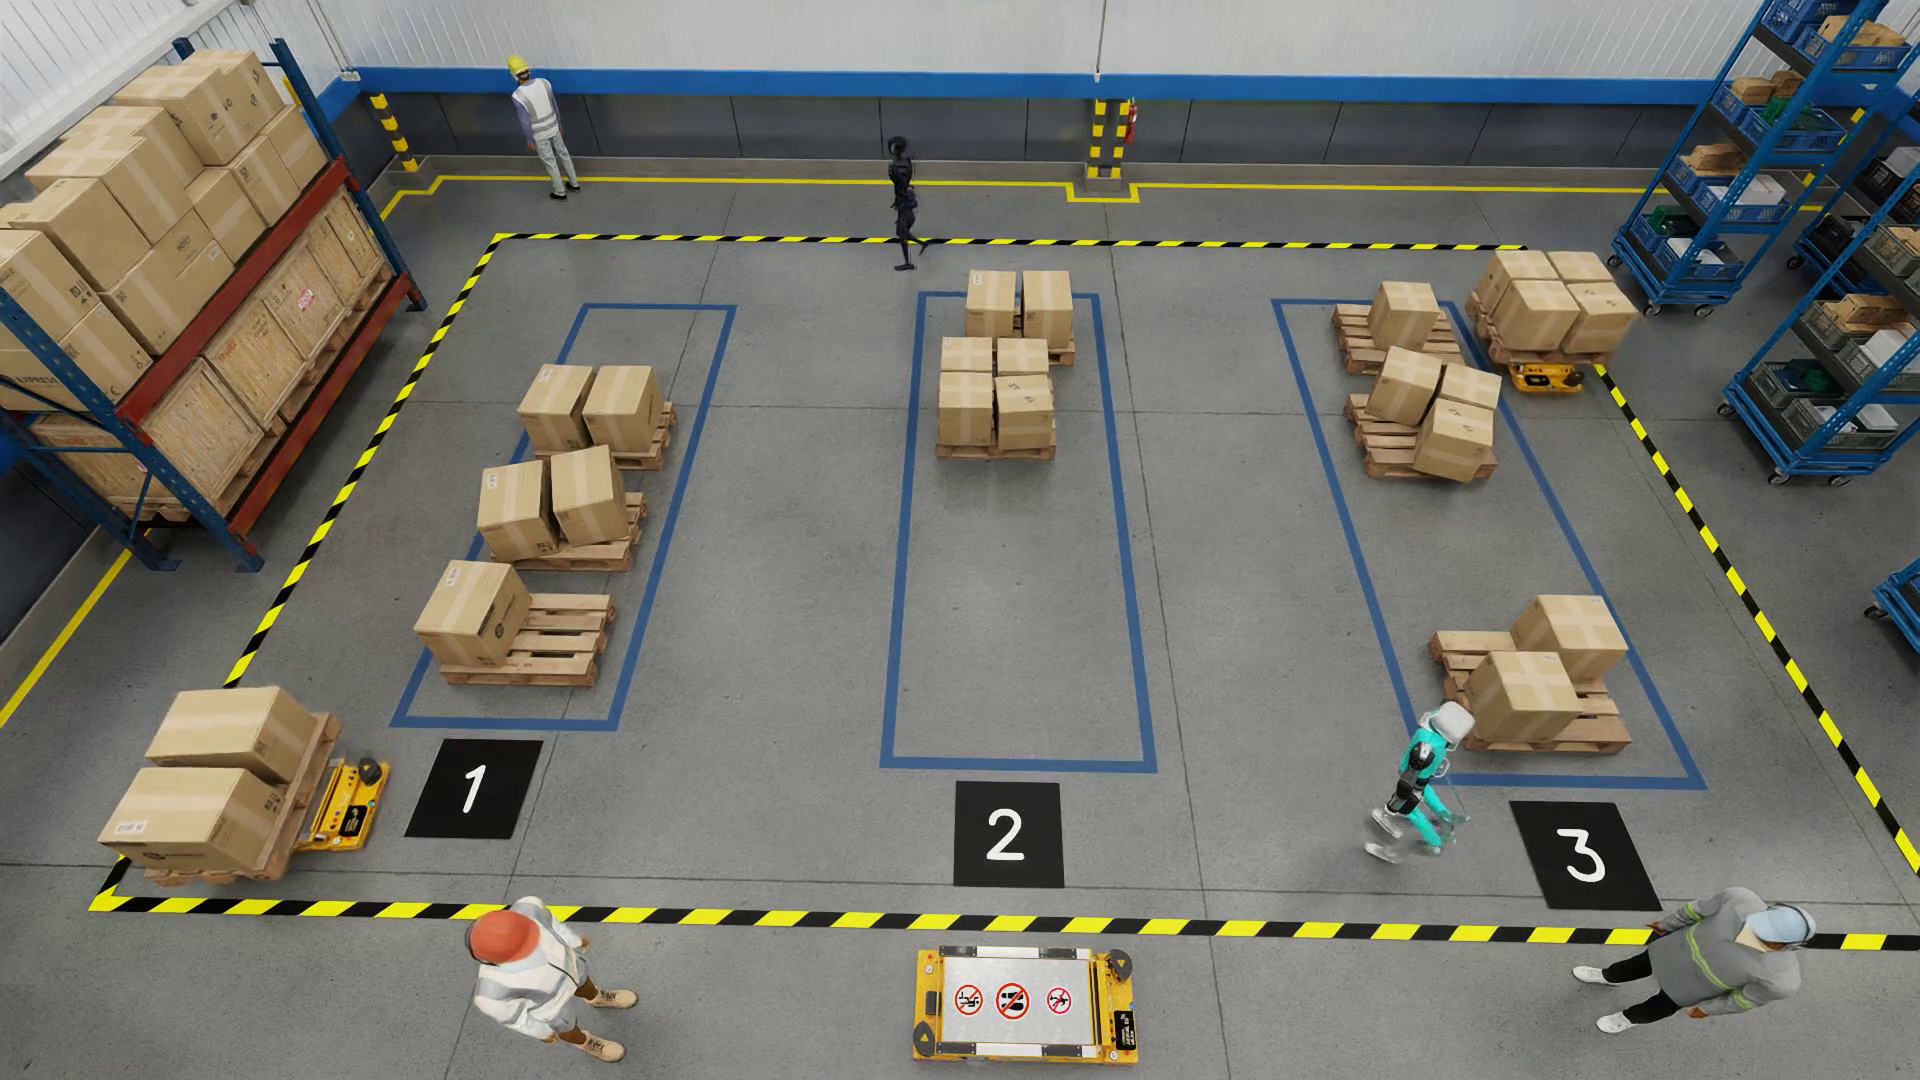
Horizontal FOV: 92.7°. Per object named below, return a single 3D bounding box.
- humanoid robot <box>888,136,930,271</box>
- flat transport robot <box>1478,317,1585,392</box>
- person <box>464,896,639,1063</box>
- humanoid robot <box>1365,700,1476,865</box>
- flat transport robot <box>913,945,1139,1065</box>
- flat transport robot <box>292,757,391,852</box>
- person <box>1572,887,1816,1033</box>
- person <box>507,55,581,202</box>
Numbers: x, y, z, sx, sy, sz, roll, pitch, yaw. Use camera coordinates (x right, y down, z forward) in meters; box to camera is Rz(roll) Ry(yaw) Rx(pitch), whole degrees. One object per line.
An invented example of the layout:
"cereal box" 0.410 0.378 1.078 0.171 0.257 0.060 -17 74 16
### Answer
"humanoid robot" -0.603 -3.929 10.780 0.433 1.649 0.604 -8 51 -6
"flat transport robot" 6.371 -2.207 10.267 0.652 0.197 1.431 1 51 1
"person" -2.323 2.542 5.272 0.372 2.042 0.606 3 51 2
"humanoid robot" 3.164 1.755 6.123 0.784 1.806 0.542 35 59 25
"flat transport robot" 0.422 3.041 6.007 1.431 0.231 0.659 1 51 1
"flat transport robot" -5.128 1.993 6.843 1.431 0.197 0.652 -2 51 -2
"person" 4.326 2.509 5.418 0.375 1.853 0.589 -2 51 -2
"person" -5.360 -5.261 11.772 0.403 1.821 0.588 25 55 19
